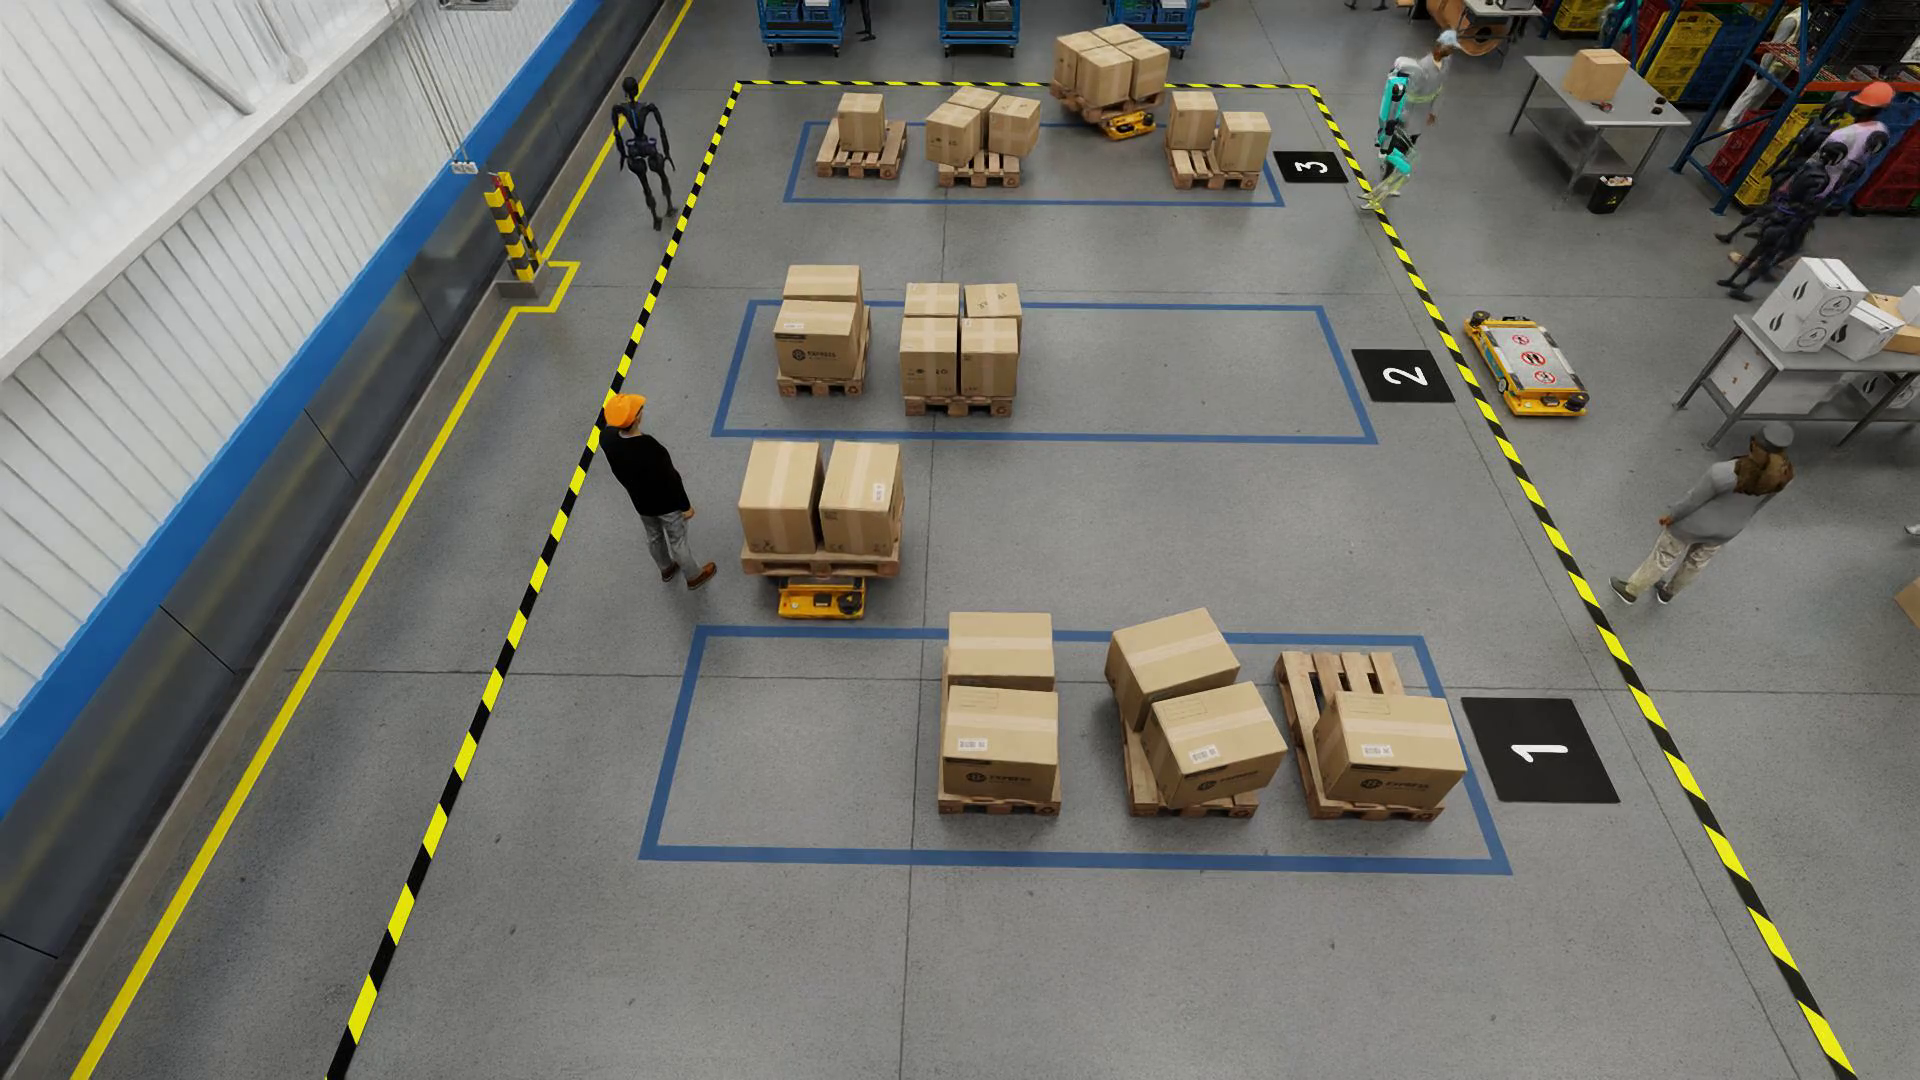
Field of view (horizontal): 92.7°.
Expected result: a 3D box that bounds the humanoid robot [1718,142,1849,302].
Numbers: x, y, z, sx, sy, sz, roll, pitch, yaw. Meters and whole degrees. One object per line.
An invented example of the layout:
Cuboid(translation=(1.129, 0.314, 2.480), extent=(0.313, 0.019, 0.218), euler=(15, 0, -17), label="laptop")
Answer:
Cuboid(translation=(8.502, -3.284, 9.441), extent=(0.367, 1.656, 0.606), euler=(19, 52, 16), label="humanoid robot")

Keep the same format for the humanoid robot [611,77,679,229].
Cuboid(translation=(-3.592, -4.406, 10.422), extent=(0.612, 1.642, 0.523), euler=(-7, 50, -6), label="humanoid robot")

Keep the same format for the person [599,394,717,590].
Cuboid(translation=(-2.233, -0.322, 6.745), extent=(0.586, 1.884, 0.361), euler=(19, 52, 16), label="person")

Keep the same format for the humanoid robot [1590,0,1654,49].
Cuboid(translation=(9.963, -7.978, 13.469), extent=(1.034, 1.735, 0.557), euler=(16, 51, 13), label="humanoid robot")

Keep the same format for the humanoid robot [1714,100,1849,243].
Cuboid(translation=(9.118, -4.052, 10.125), extent=(0.722, 1.624, 0.594), euler=(5, 49, 4), label="humanoid robot")

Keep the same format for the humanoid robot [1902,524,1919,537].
Cuboid(translation=(8.305, -0.619, 7.096), extent=(1.000, 1.738, 0.550), euler=(-2, 49, -1), label="humanoid robot")

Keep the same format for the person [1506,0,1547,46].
Cuboid(translation=(8.737, -8.506, 13.790), extent=(0.623, 1.929, 0.450), euler=(5, 49, 5), label="person")

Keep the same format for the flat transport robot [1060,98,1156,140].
Cuboid(translation=(2.028, -5.995, 12.704), extent=(0.652, 0.197, 1.431), euler=(-23, 53, -19), label="flat transport robot")

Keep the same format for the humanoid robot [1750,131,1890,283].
Cuboid(translation=(8.996, -3.499, 9.642), extent=(0.365, 1.642, 0.611), euler=(31, 56, 24), label="humanoid robot")

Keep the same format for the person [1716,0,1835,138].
Cuboid(translation=(10.557, -6.126, 11.804), extent=(0.620, 1.835, 0.431), euler=(-16, 51, -13), label="person")

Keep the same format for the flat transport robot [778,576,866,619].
Cuboid(translation=(-1.069, 0.013, 7.504), extent=(0.652, 0.197, 1.431), euler=(1, 49, 1), label="flat transport robot")

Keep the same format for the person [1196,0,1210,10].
Cuboid(translation=(4.341, -9.707, 14.863), extent=(1.014, 1.880, 0.656), euler=(-24, 53, -19), label="person")

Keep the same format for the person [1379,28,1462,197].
Cuboid(translation=(5.422, -5.110, 10.939), extent=(0.641, 1.807, 0.539), euler=(-30, 55, -23), label="person")

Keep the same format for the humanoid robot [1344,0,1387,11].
Cuboid(translation=(6.813, -9.416, 14.782), extent=(0.771, 1.627, 0.590), euler=(-13, 50, -11), label="humanoid robot")

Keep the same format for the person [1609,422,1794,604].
Cuboid(translation=(5.427, -0.137, 6.662), extent=(0.561, 1.763, 0.403), euler=(2, 49, 2), label="person")

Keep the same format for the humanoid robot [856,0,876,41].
Cuboid(translation=(-1.517, -8.568, 14.008), extent=(0.315, 1.657, 0.599), euler=(-11, 50, -9), label="humanoid robot")

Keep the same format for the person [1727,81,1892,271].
Cuboid(translation=(8.922, -3.741, 9.603), extent=(0.651, 2.032, 0.461), euler=(-13, 50, -11), label="person")

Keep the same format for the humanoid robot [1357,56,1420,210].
Cuboid(translation=(5.030, -4.586, 10.446), extent=(0.735, 1.673, 0.533), euler=(10, 50, 8), label="humanoid robot")

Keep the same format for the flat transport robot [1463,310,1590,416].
Cuboid(translation=(5.573, -1.757, 9.054), extent=(0.659, 0.231, 1.431), euler=(1, 49, 1), label="flat transport robot")
